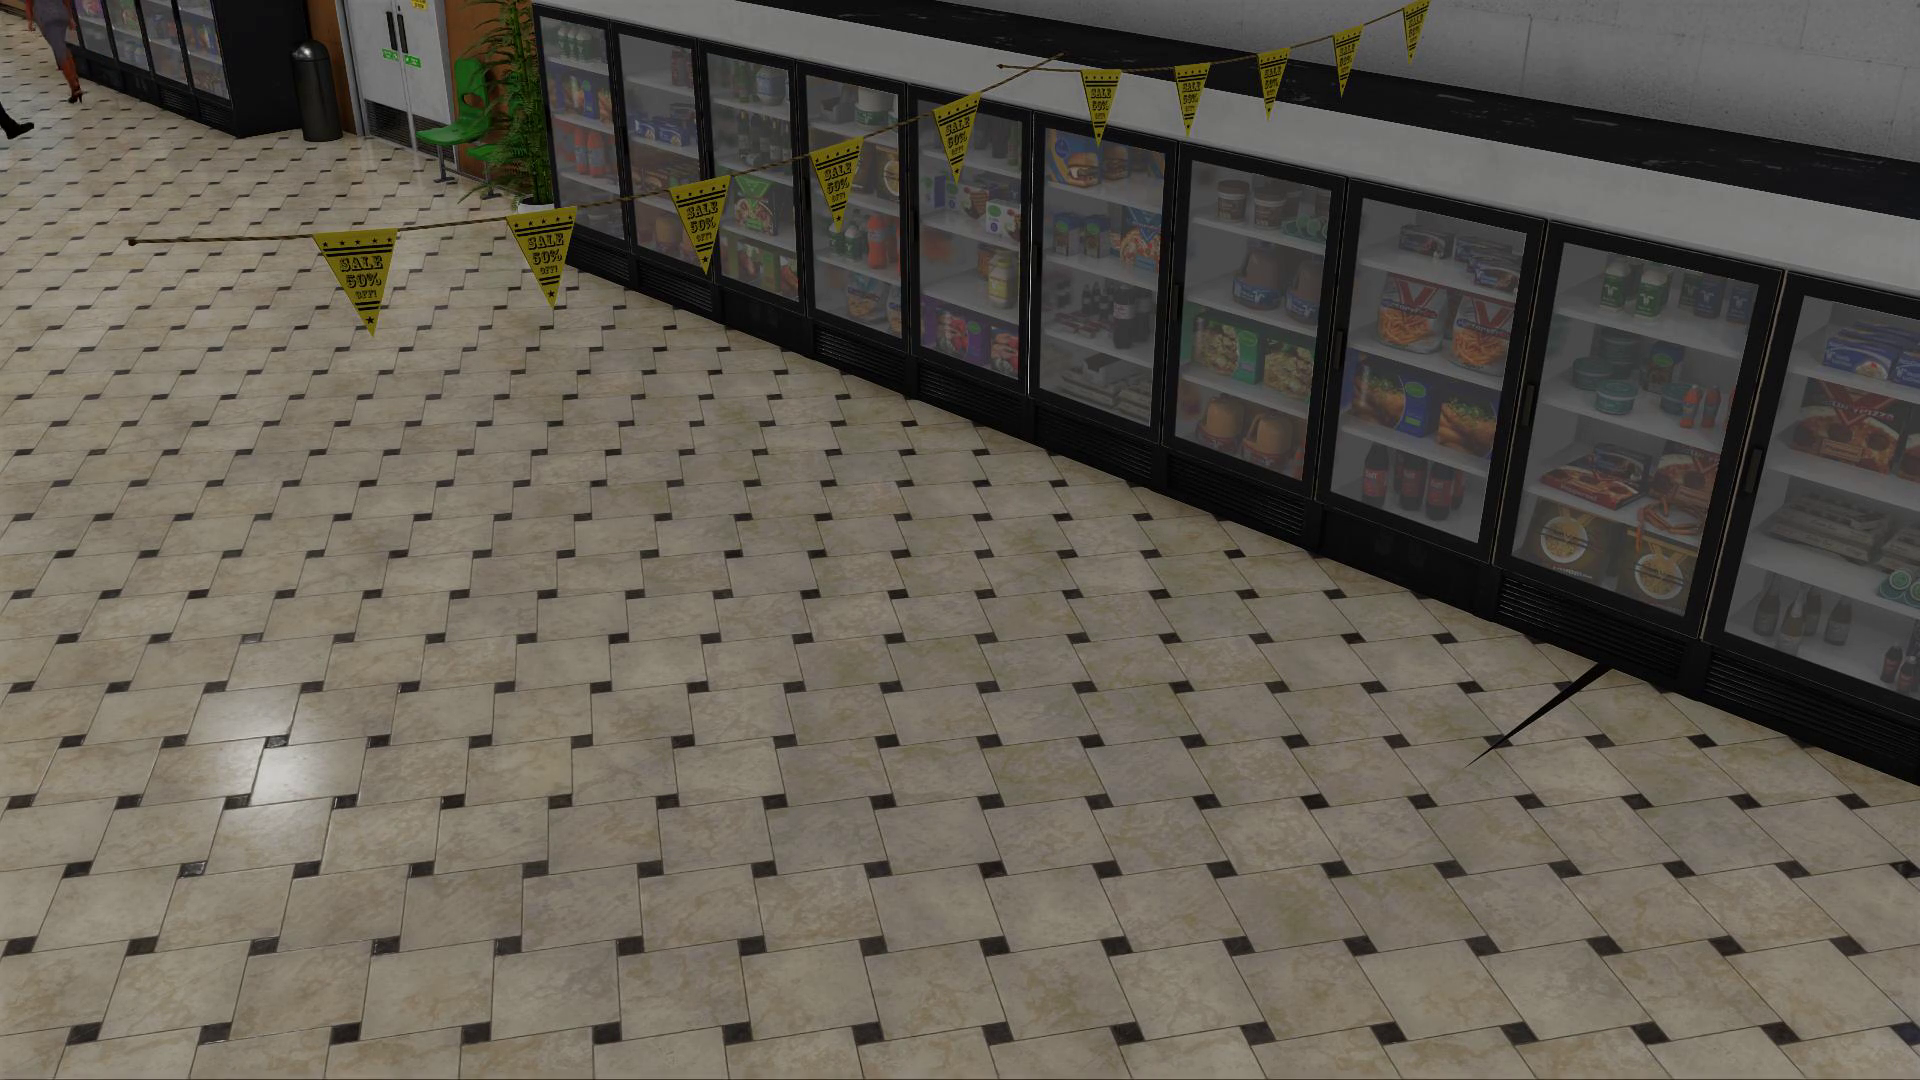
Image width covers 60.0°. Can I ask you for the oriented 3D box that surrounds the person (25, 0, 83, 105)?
[{"bbox_3d":[-9.826,-5.649,18.122,0.721,1.765,0.668,15,30,27],"label":"person"}]
